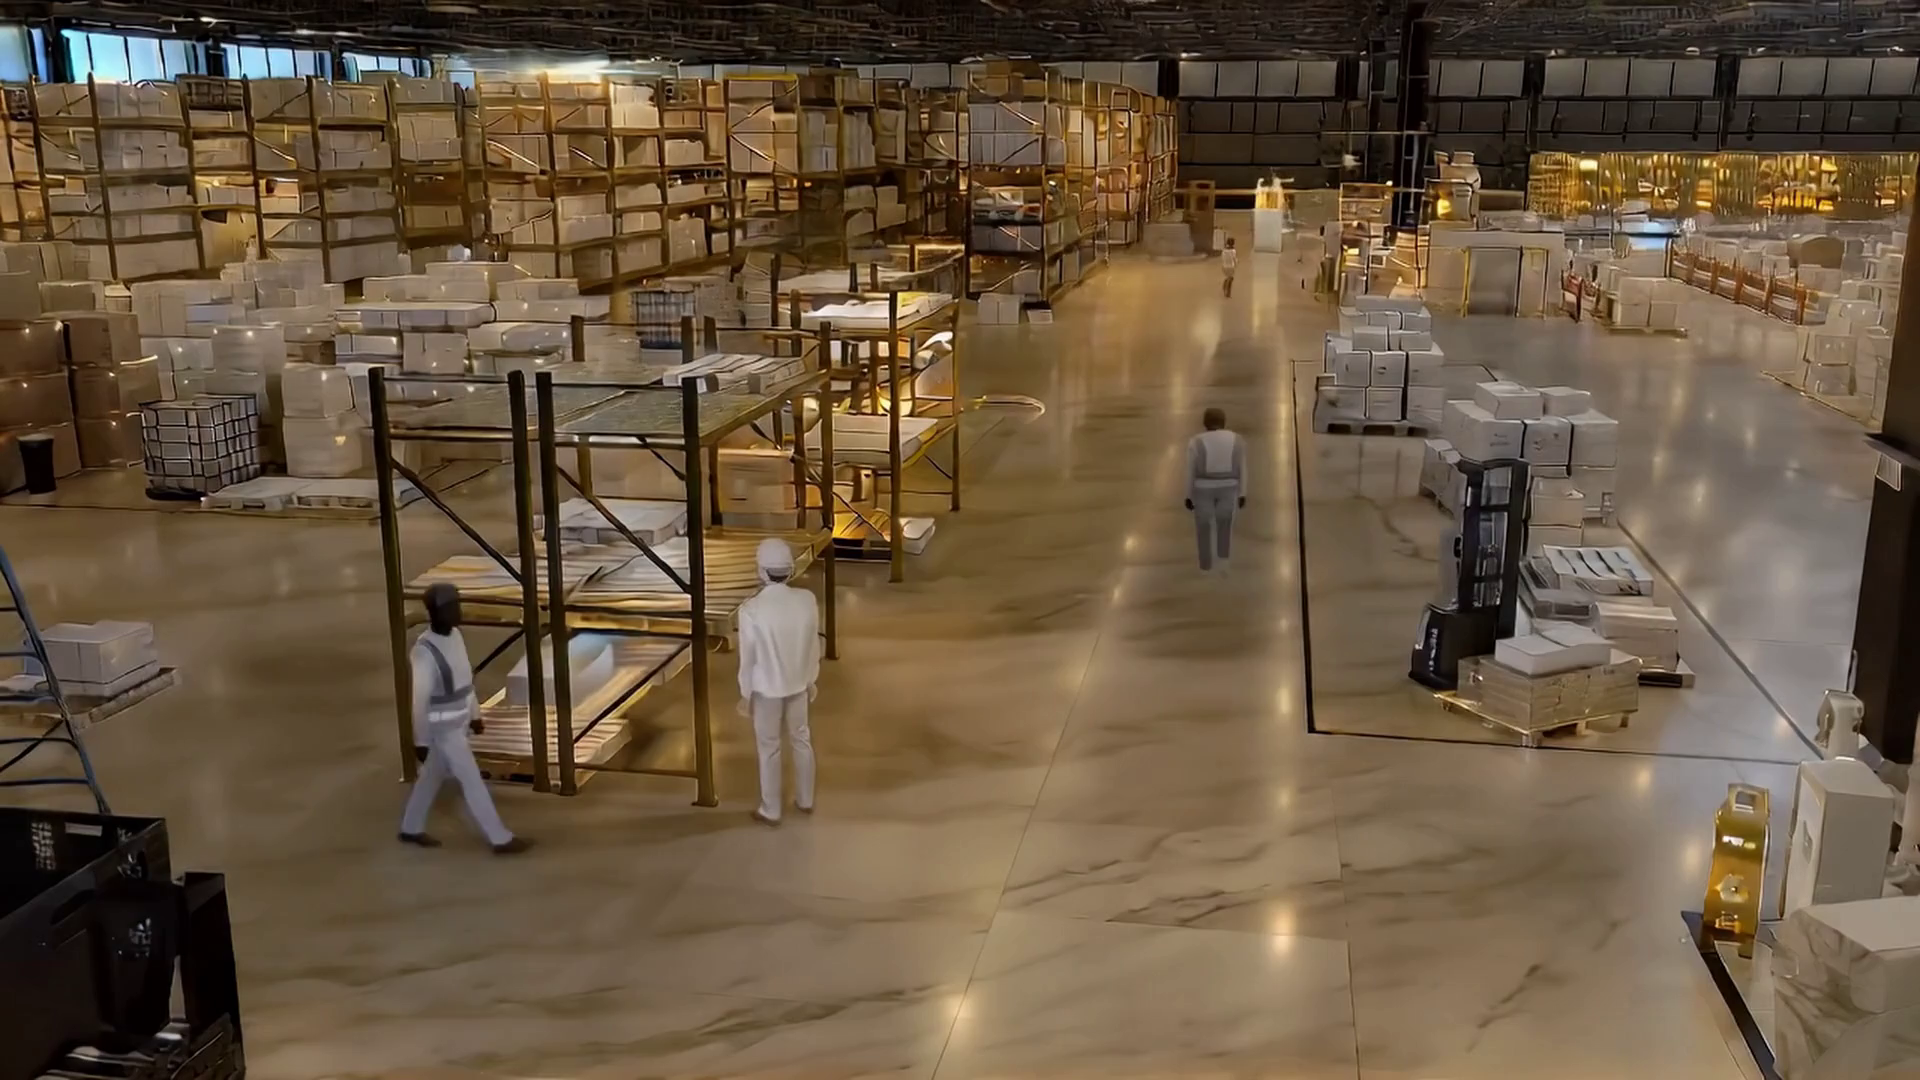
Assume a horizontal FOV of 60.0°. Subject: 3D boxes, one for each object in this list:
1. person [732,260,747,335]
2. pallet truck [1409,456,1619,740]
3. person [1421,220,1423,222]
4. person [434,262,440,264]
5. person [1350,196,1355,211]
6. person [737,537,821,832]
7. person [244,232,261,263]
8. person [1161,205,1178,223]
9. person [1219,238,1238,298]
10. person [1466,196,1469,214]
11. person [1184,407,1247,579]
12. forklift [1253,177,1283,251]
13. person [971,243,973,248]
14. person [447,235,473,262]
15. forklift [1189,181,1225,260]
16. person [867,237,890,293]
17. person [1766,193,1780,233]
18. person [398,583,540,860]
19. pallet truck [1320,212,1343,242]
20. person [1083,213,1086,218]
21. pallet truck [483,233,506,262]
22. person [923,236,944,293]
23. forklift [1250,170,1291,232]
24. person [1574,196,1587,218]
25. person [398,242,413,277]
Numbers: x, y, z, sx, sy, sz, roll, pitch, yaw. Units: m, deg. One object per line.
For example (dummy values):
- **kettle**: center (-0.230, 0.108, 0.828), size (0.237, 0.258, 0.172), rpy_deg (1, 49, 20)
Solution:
- **person**: center (-5.080, -5.575, 38.275), size (0.320, 1.695, 0.537), rpy_deg (0, 14, 2)
- **pallet truck**: center (4.504, 0.400, 13.395), size (0.823, 1.965, 1.885), rpy_deg (-6, 15, -23)
- **person**: center (18.100, -12.329, 65.800), size (0.540, 1.640, 0.759), rpy_deg (-4, 14, -15)
- **person**: center (-11.140, -5.036, 35.757), size (1.019, 1.863, 0.612), rpy_deg (11, 18, 38)
- **person**: center (20.654, -17.765, 87.696), size (0.485, 1.735, 0.346), rpy_deg (-11, 18, -38)
- **person**: center (-1.218, 0.959, 11.131), size (0.624, 1.992, 0.390), rpy_deg (-10, 17, -36)
- **person**: center (-21.345, -8.479, 50.207), size (0.533, 1.623, 0.398), rpy_deg (5, 15, 18)
- **person**: center (7.850, -11.615, 62.413), size (0.647, 1.881, 0.645), rpy_deg (-2, 14, -8)
- **person**: center (7.544, -7.610, 46.562), size (0.363, 1.687, 0.542), rpy_deg (-9, 17, -33)
- **person**: center (22.112, -14.212, 73.059), size (0.594, 1.832, 0.403), rpy_deg (5, 15, 21)
- **person**: center (2.652, -0.488, 17.357), size (0.660, 1.821, 0.447), rpy_deg (-1, 14, -4)
- **forklift**: center (12.083, -12.747, 64.956), size (1.129, 2.768, 1.873), rpy_deg (3, 14, 10)
- **person**: center (0.715, -11.867, 63.598), size (0.587, 1.819, 0.713), rpy_deg (10, 17, 36)
- **person**: center (-13.328, -7.166, 44.320), size (0.639, 1.896, 1.022), rpy_deg (0, 14, 2)
- **forklift**: center (8.837, -11.716, 60.771), size (1.129, 2.768, 1.873), rpy_deg (11, 17, 37)
- **person**: center (-2.075, -6.983, 43.604), size (0.657, 1.880, 0.628), rpy_deg (4, 14, 16)
- **person**: center (37.444, -15.082, 76.625), size (0.596, 1.817, 0.641), rpy_deg (2, 14, 9)
- **person**: center (-3.239, 1.164, 10.647), size (0.974, 1.829, 0.597), rpy_deg (1, 14, 4)
- **pallet truck**: center (15.874, -13.227, 70.310), size (0.680, 1.201, 1.601), rpy_deg (10, 17, 35)
- **person**: center (5.767, -15.442, 77.904), size (0.402, 1.906, 0.652), rpy_deg (-9, 16, -31)
- **pallet truck**: center (-11.832, -7.026, 43.548), size (1.885, 1.965, 0.823), rpy_deg (8, 16, 28)
- **person**: center (-0.728, -7.282, 44.765), size (0.563, 1.900, 0.853), rpy_deg (2, 14, 7)
- **forklift**: center (14.392, -15.672, 76.831), size (1.873, 2.768, 1.129), rpy_deg (2, 14, 10)
- **person**: center (26.917, -14.016, 72.233), size (0.563, 1.847, 0.389), rpy_deg (-3, 14, -10)
- **person**: center (-13.900, -6.526, 41.750), size (1.011, 1.893, 0.647), rpy_deg (-2, 14, -10)
